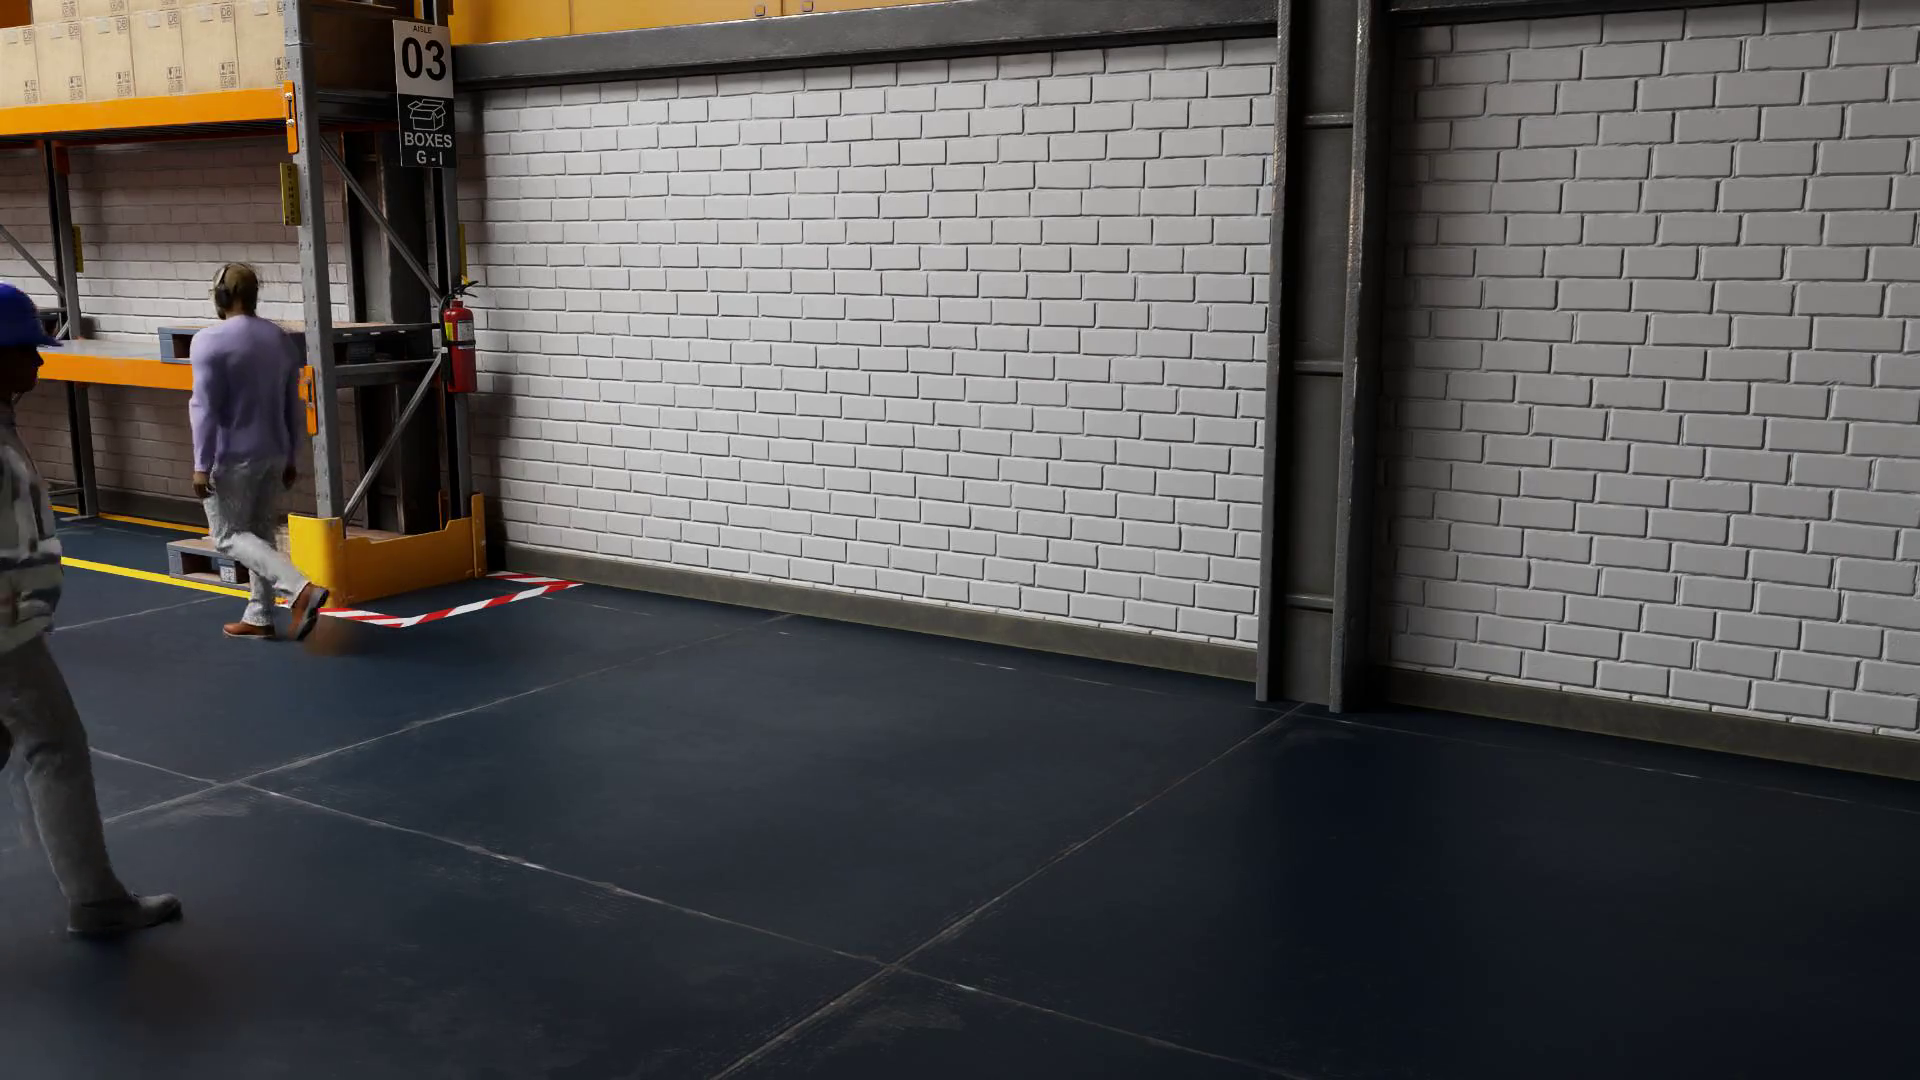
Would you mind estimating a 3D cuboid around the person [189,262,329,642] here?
[{"bbox_3d":[-3.452,-0.403,8.207,0.671,1.917,0.638,3,11,18],"label":"person"}]

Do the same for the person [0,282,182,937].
[{"bbox_3d":[-2.812,0.238,4.680,0.906,1.919,0.616,-5,11,-27],"label":"person"}]
